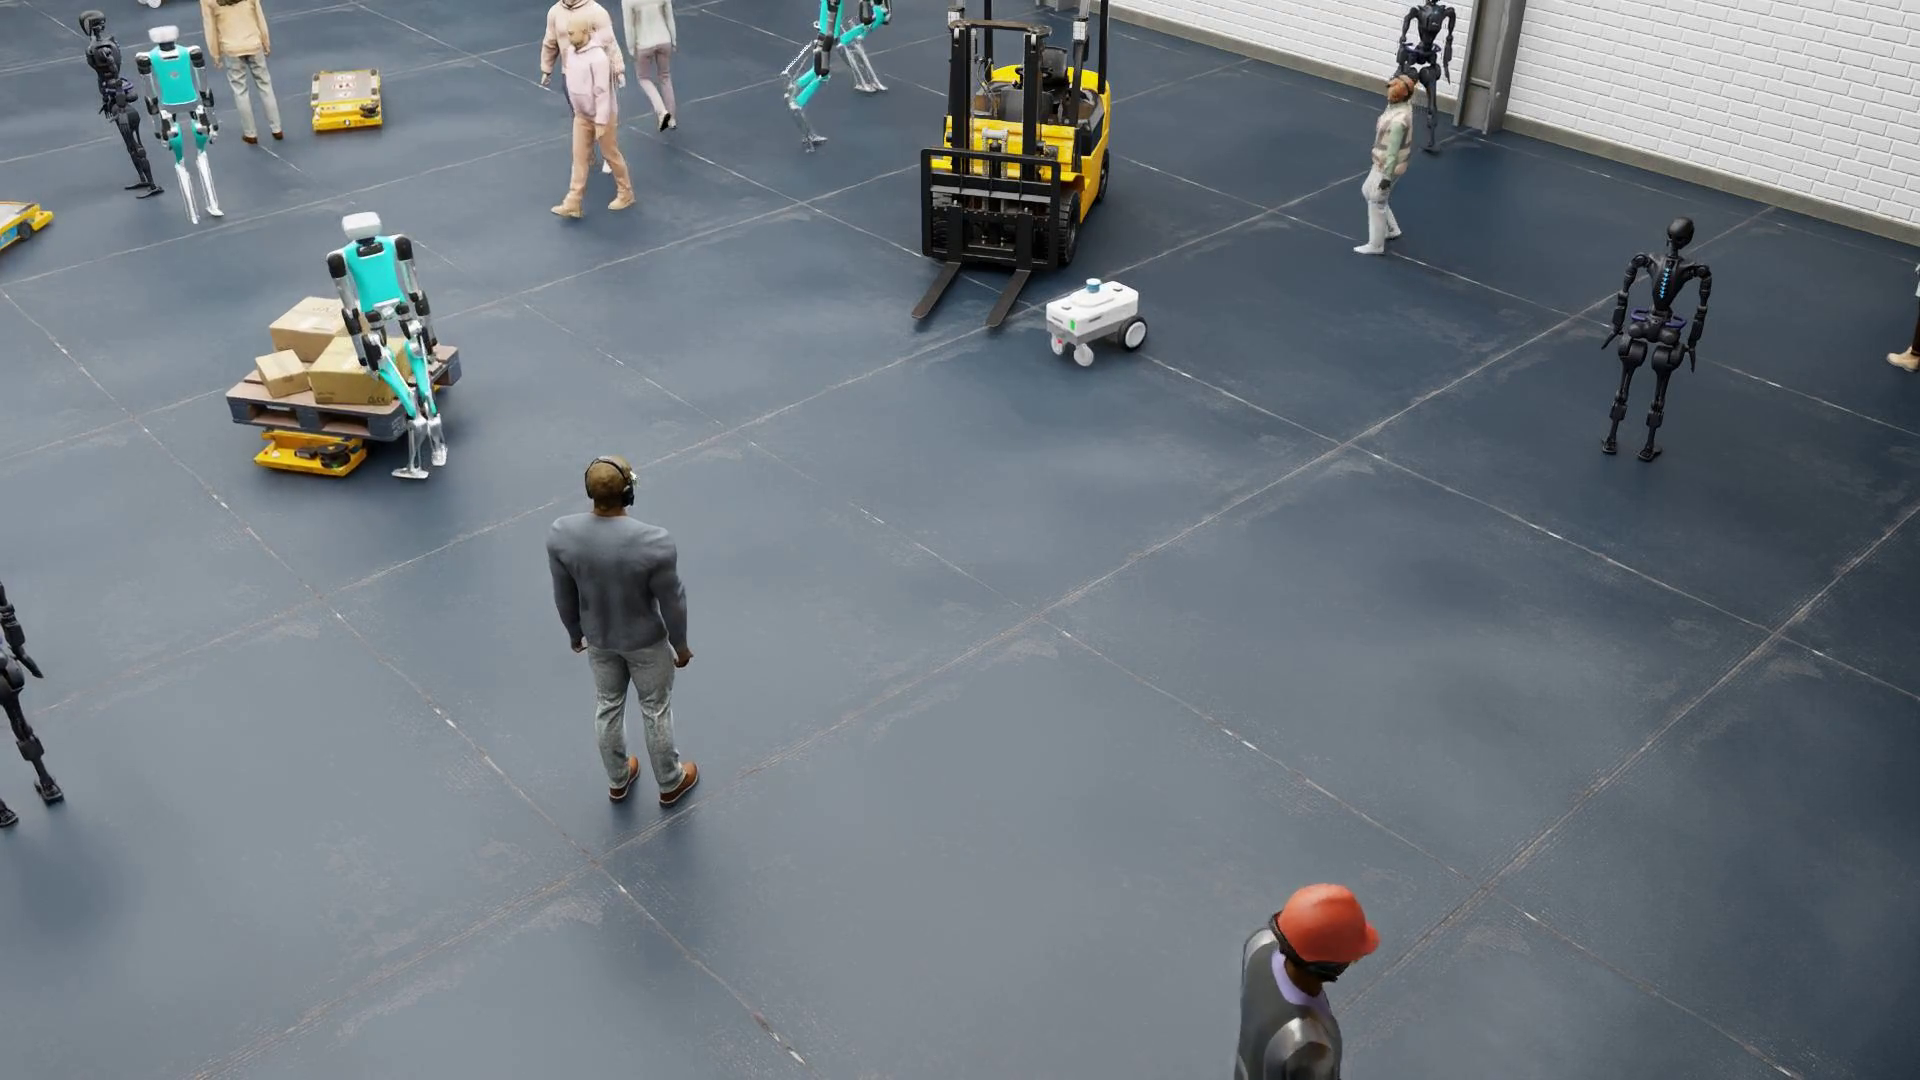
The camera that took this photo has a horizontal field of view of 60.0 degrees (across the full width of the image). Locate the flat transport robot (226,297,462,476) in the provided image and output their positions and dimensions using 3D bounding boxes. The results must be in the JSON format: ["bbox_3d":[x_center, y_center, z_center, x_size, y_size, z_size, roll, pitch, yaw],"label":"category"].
[{"bbox_3d":[-4.209,-0.891,11.542,0.659,0.231,1.431,7,34,11],"label":"flat transport robot"}]

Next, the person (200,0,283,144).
[{"bbox_3d":[-6.929,-4.745,16.006,0.579,1.867,0.392,-21,38,-28],"label":"person"}]

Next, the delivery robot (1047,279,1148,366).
[{"bbox_3d":[1.021,-1.669,12.488,0.779,0.607,0.517,-23,40,-31],"label":"delivery robot"}]

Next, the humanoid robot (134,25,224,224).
[{"bbox_3d":[-6.694,-3.603,14.333,0.532,1.756,0.746,-17,37,-24],"label":"humanoid robot"}]

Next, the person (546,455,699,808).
[{"bbox_3d":[-1.590,0.459,7.939,0.634,1.937,0.352,6,34,9],"label":"person"}]

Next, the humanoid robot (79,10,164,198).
[{"bbox_3d":[-7.522,-3.899,14.862,0.315,1.657,0.599,-23,40,-31],"label":"humanoid robot"}]

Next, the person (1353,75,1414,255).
[{"bbox_3d":[3.493,-3.065,13.658,0.367,1.597,0.557,12,35,17],"label":"person"}]

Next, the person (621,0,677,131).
[{"bbox_3d":[-2.994,-4.842,16.263,0.548,1.744,0.522,-19,38,-27],"label":"person"}]

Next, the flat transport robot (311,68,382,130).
[{"bbox_3d":[-6.339,-4.569,17.196,0.659,0.231,1.431,-9,34,-14],"label":"flat transport robot"}]

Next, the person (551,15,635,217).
[{"bbox_3d":[-3.243,-3.656,14.443,0.567,1.744,0.828,23,40,31],"label":"person"}]

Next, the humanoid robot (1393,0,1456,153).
[{"bbox_3d":[4.428,-4.573,15.960,0.587,1.625,0.803,-6,34,-10],"label":"humanoid robot"}]

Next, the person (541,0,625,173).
[{"bbox_3d":[-3.478,-4.352,15.412,0.818,1.853,0.434,5,33,8],"label":"person"}]

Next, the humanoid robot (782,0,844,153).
[{"bbox_3d":[-1.434,-4.519,15.802,0.777,1.805,0.543,-1,33,-2],"label":"humanoid robot"}]

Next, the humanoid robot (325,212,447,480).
[{"bbox_3d":[-3.560,-1.168,10.594,0.562,1.733,0.766,-18,37,-25],"label":"humanoid robot"}]

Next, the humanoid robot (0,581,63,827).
[{"bbox_3d":[-4.724,0.629,7.913,0.326,1.655,0.589,28,42,36],"label":"humanoid robot"}]

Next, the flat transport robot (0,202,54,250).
[{"bbox_3d":[-8.414,-2.548,14.090,0.659,0.231,1.431,4,33,6],"label":"flat transport robot"}]

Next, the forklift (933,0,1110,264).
[{"bbox_3d":[0.570,-3.725,14.138,1.214,2.155,2.313,9,34,13],"label":"forklift"}]

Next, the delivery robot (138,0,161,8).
[{"bbox_3d":[-9.788,-6.933,20.584,0.499,0.614,0.791,25,41,33],"label":"delivery robot"}]

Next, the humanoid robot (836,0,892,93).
[{"bbox_3d":[-1.009,-5.506,17.226,0.744,1.722,0.530,16,36,23],"label":"humanoid robot"}]

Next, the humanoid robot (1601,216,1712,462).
[{"bbox_3d":[4.541,-1.327,10.908,0.599,1.657,0.315,17,37,25],"label":"humanoid robot"}]

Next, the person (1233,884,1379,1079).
[{"bbox_3d":[1.103,1.932,5.591,0.391,2.048,0.615,-5,33,-7],"label":"person"}]

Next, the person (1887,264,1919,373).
[{"bbox_3d":[7.130,-2.020,11.966,0.536,1.696,0.321,-10,34,-15],"label":"person"}]
